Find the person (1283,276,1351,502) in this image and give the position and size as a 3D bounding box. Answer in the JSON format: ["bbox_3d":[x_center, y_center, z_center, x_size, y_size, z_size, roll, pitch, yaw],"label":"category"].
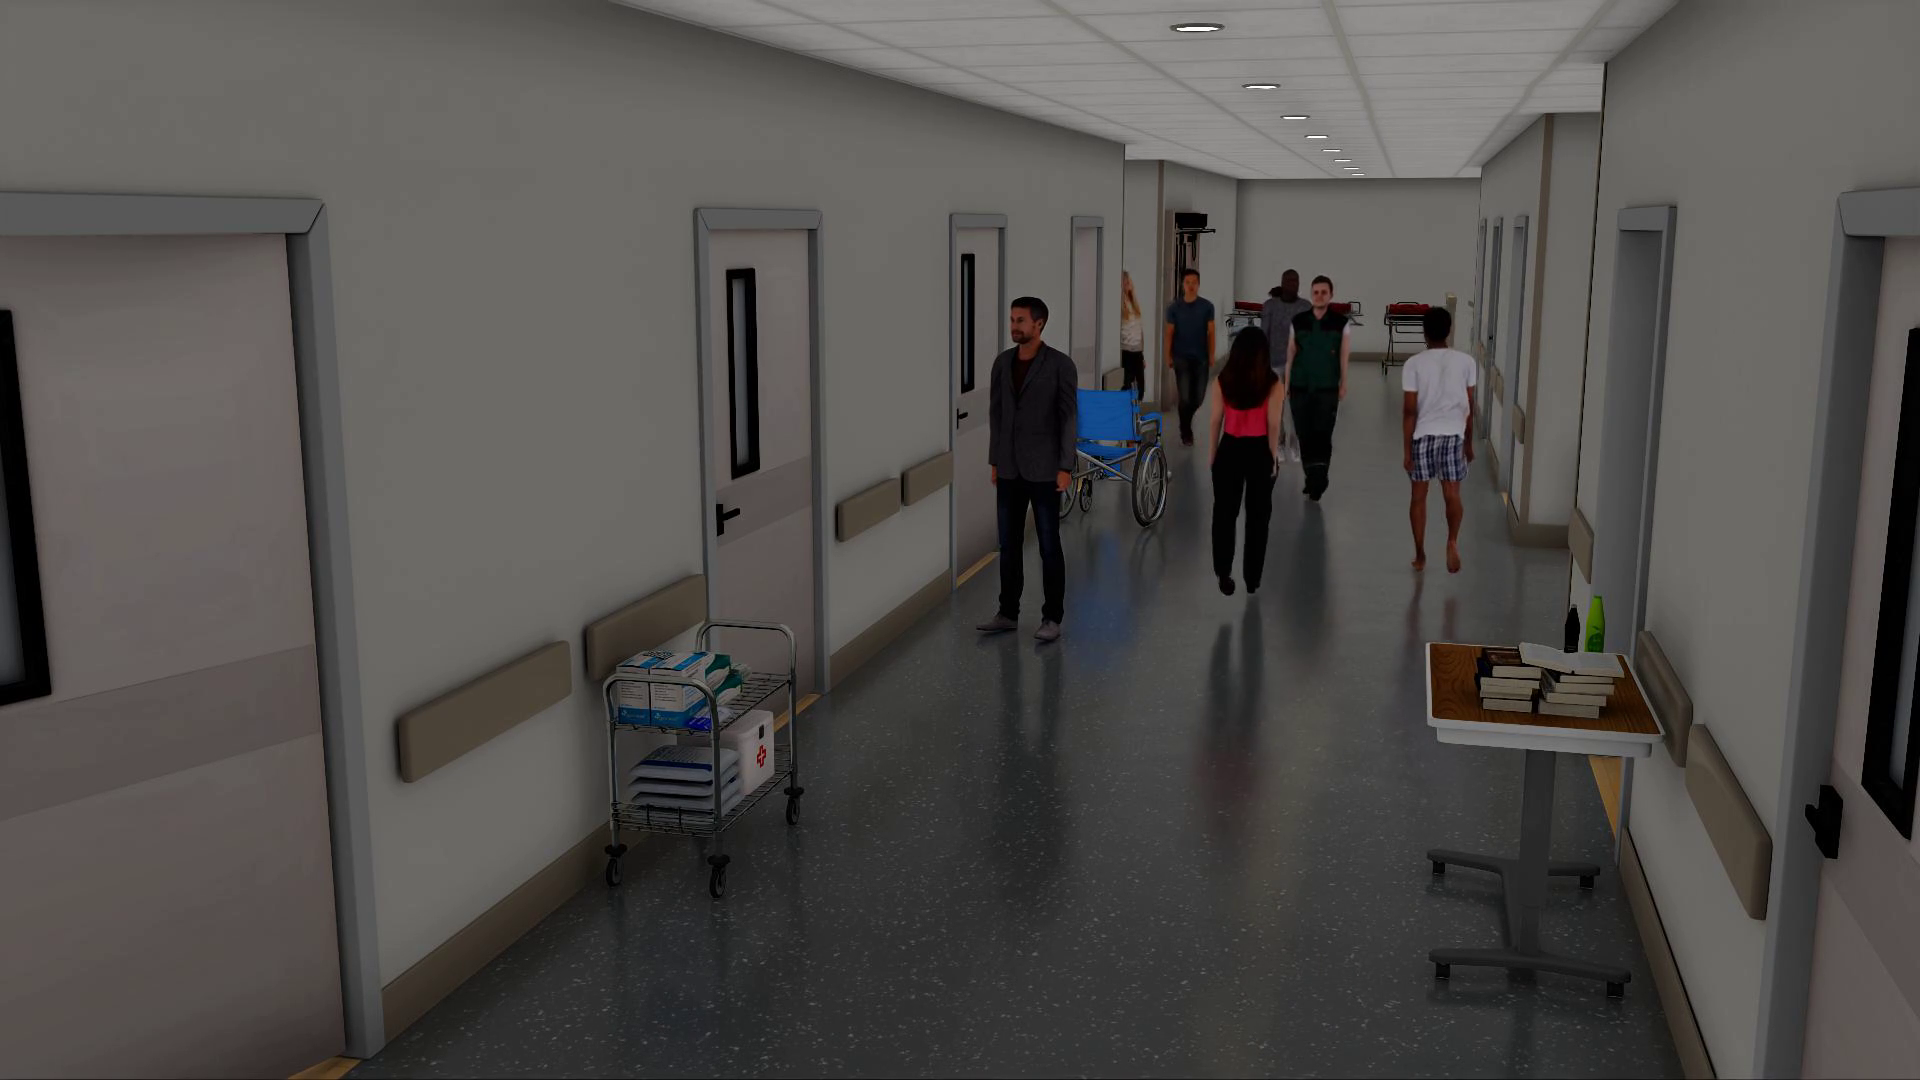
[{"bbox_3d":[2.928,-1.242,13.695,0.723,1.811,1.053,4,12,22],"label":"person"}]

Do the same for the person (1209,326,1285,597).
[{"bbox_3d":[1.687,-0.430,9.896,0.576,1.636,0.963,3,11,15],"label":"person"}]

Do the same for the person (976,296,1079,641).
[{"bbox_3d":[0.380,-0.394,9.075,0.758,1.872,0.698,7,13,31],"label":"person"}]

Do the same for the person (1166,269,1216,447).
[{"bbox_3d":[2.344,-1.857,17.025,0.824,1.782,1.042,1,11,6],"label":"person"}]

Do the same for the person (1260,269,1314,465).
[{"bbox_3d":[3.090,-1.653,15.847,0.721,1.822,0.674,2,11,9],"label":"person"}]

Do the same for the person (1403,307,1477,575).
[{"bbox_3d":[3.061,-0.603,10.601,0.689,1.713,0.977,1,11,7],"label":"person"}]
